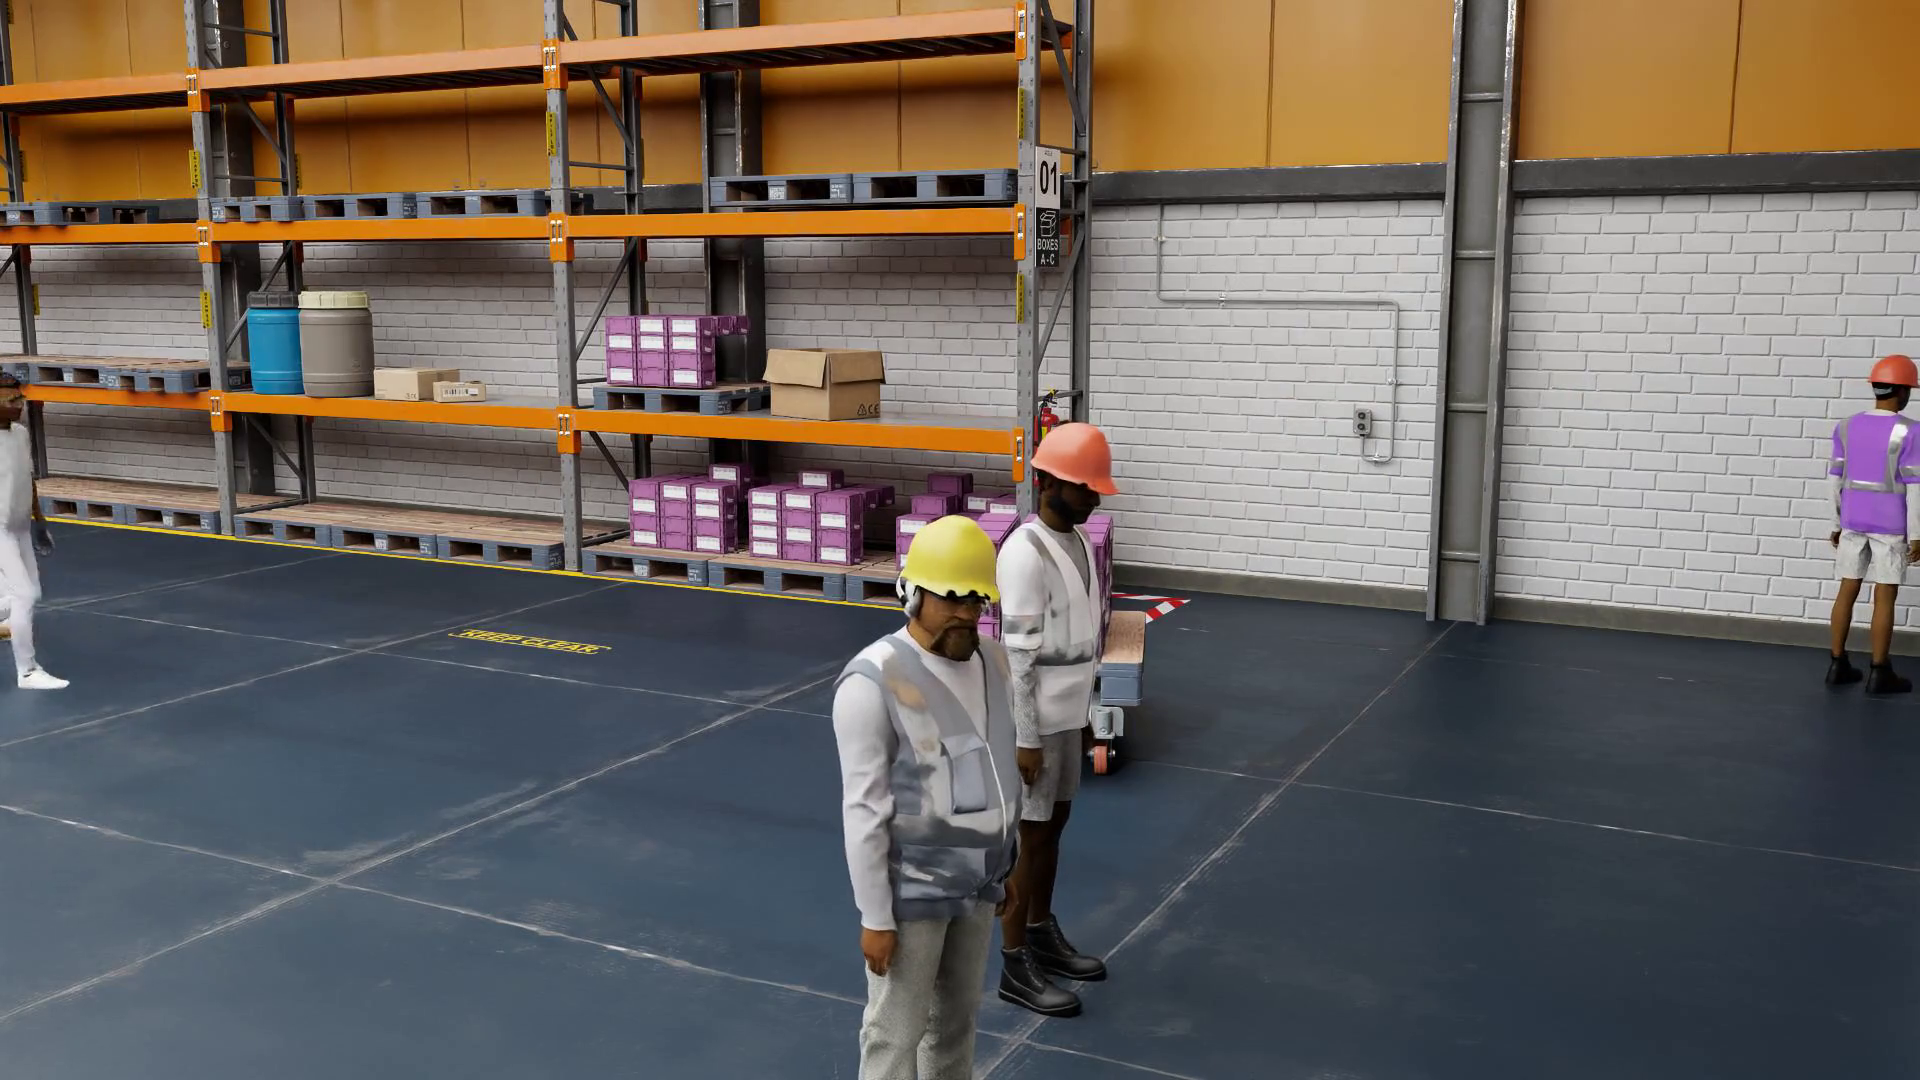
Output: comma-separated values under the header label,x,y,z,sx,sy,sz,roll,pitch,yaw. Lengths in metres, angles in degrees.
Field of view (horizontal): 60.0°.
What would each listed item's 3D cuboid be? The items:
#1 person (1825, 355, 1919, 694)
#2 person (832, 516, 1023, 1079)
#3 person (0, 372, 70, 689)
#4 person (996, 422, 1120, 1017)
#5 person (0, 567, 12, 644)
label,x,y,z,sx,sy,sz,roll,pitch,yaw
person,5.280,-0.094,9.554,0.378,1.932,0.551,-5,10,-28
person,-0.048,0.842,4.119,0.404,1.826,0.587,7,12,37
person,-5.531,-0.050,9.560,0.671,1.846,0.528,0,9,0
person,0.326,0.572,5.474,0.389,1.926,0.547,4,10,25
person,-6.517,-0.245,10.622,1.040,1.882,0.651,0,9,1
